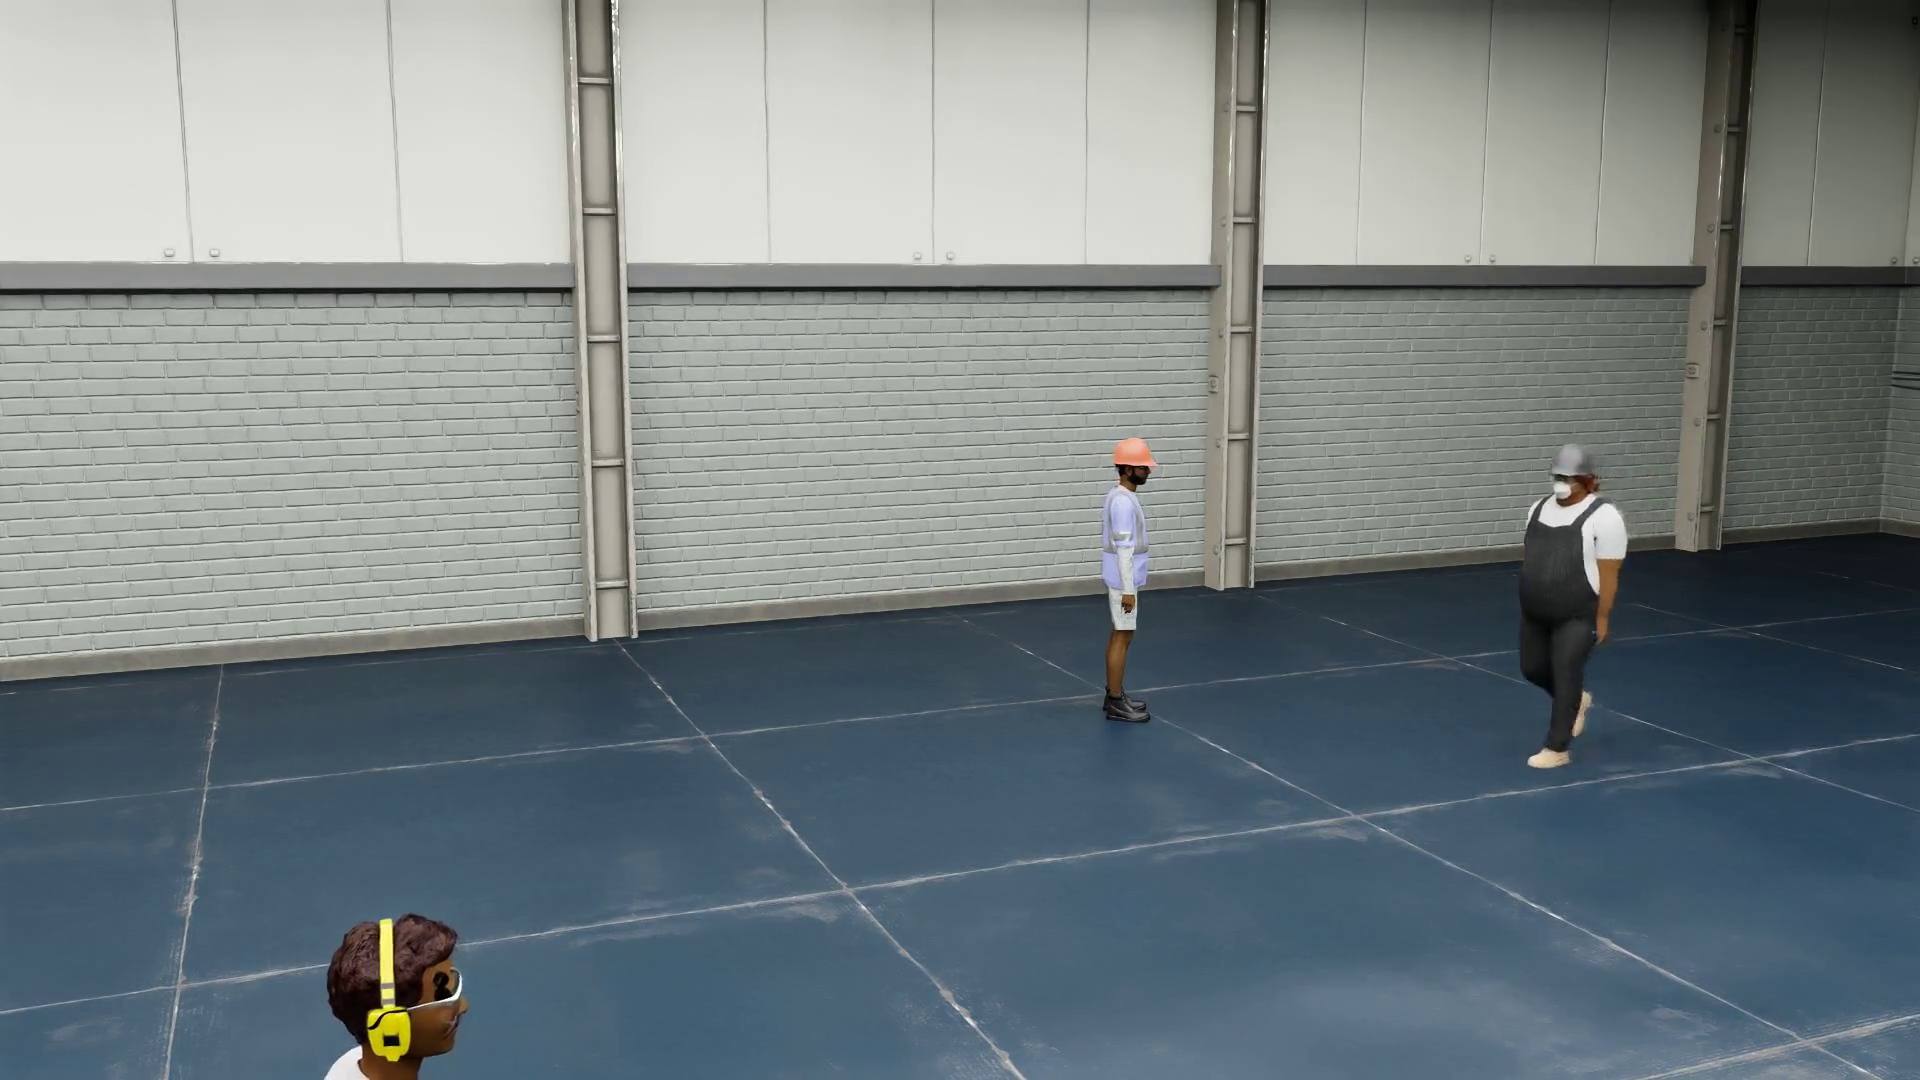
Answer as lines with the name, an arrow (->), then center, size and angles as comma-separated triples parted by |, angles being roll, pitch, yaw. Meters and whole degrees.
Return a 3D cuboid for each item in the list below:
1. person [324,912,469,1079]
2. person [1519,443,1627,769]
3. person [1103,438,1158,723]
person -> -1.054, 1.607, 3.161 | 0.329, 1.871, 0.513 | -4, 10, -26
person -> 3.786, 0.378, 10.344 | 0.729, 2.000, 0.692 | -6, 11, -33
person -> 1.157, 0.267, 11.360 | 0.363, 1.935, 0.553 | 0, 9, 3
